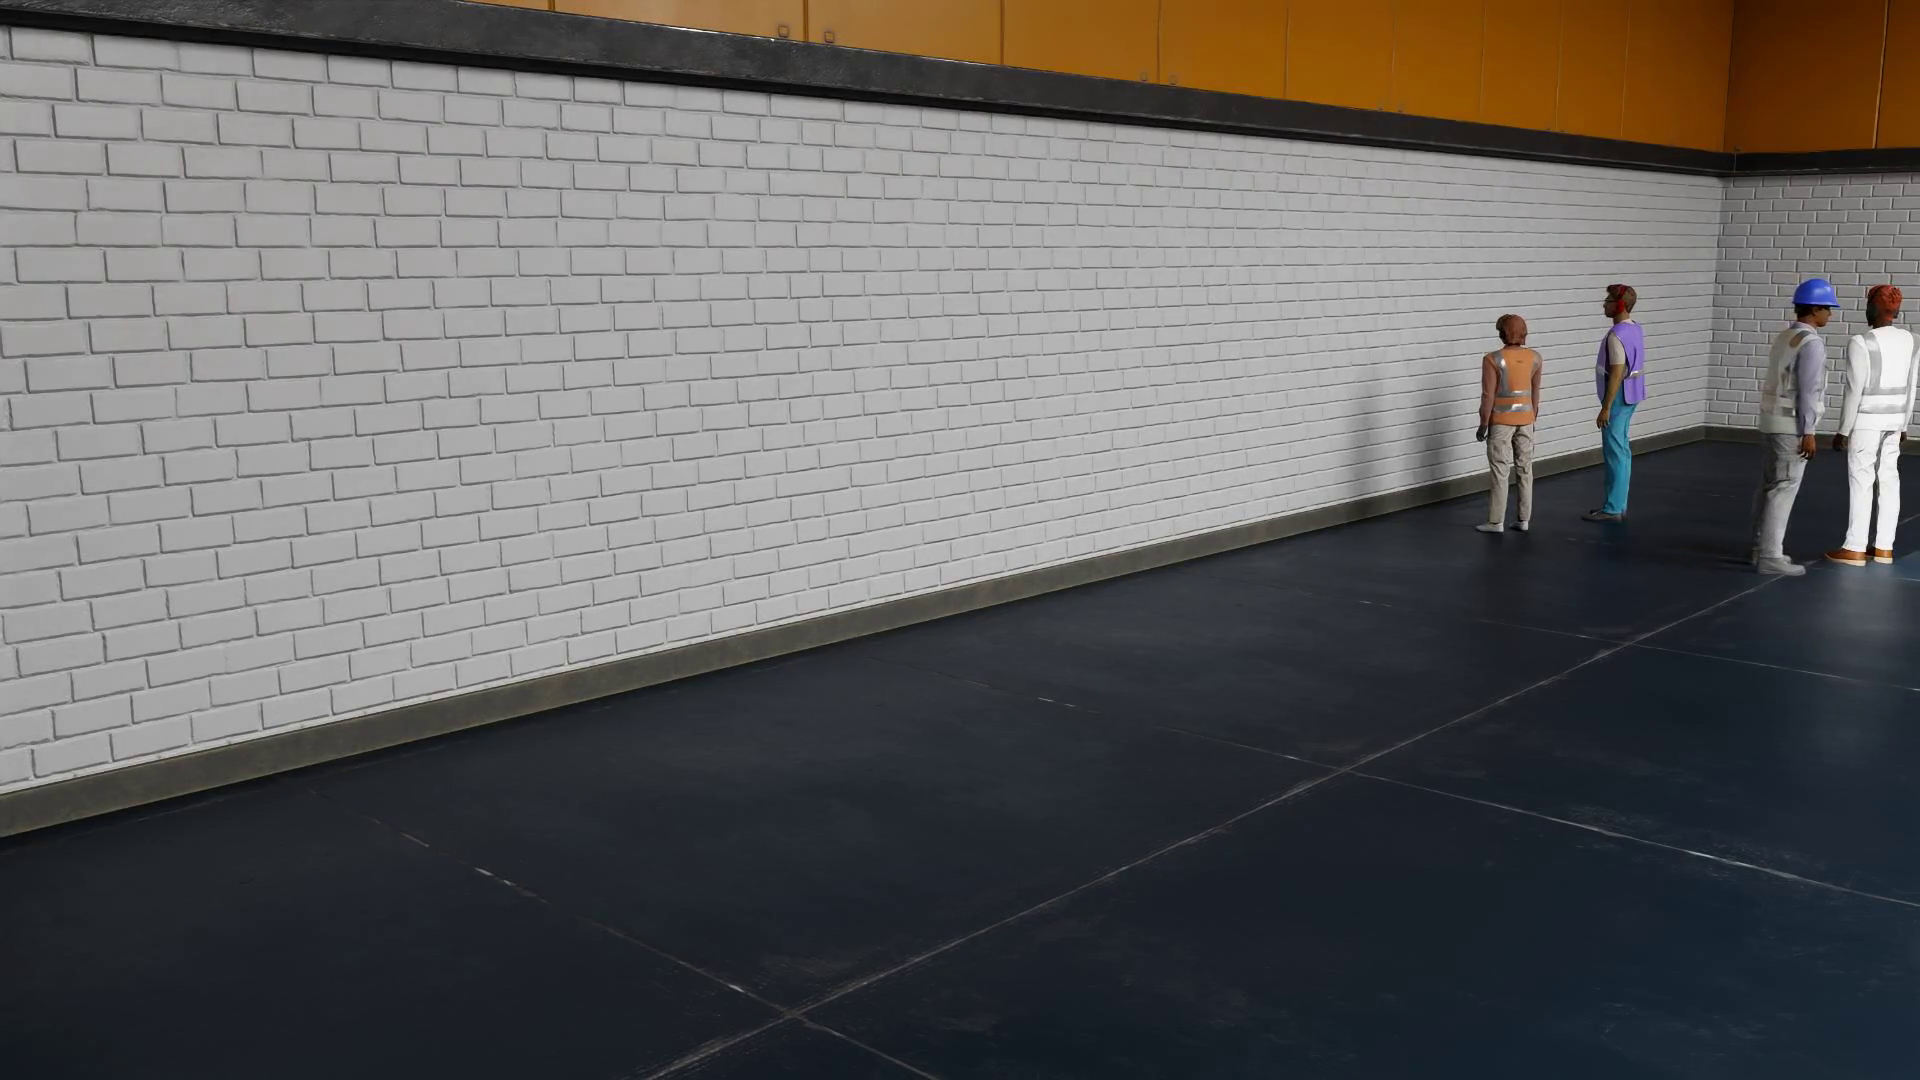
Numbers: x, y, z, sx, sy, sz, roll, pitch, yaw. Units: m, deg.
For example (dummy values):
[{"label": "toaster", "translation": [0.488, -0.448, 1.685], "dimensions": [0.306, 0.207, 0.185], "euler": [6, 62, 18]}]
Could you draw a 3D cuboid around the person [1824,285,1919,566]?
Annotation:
[{"label": "person", "translation": [6.139, -0.764, 11.181], "dimensions": [0.573, 1.883, 0.356], "euler": [-3, 10, -17]}]

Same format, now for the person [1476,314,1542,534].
[{"label": "person", "translation": [4.092, -0.859, 12.409], "dimensions": [0.515, 1.642, 0.314], "euler": [-3, 10, -17]}]

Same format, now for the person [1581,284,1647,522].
[{"label": "person", "translation": [5.125, -1.060, 12.958], "dimensions": [0.390, 1.850, 0.565], "euler": [6, 12, 32]}]

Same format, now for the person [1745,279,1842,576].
[{"label": "person", "translation": [5.484, -0.738, 10.919], "dimensions": [0.441, 1.933, 0.618], "euler": [2, 10, 11]}]
